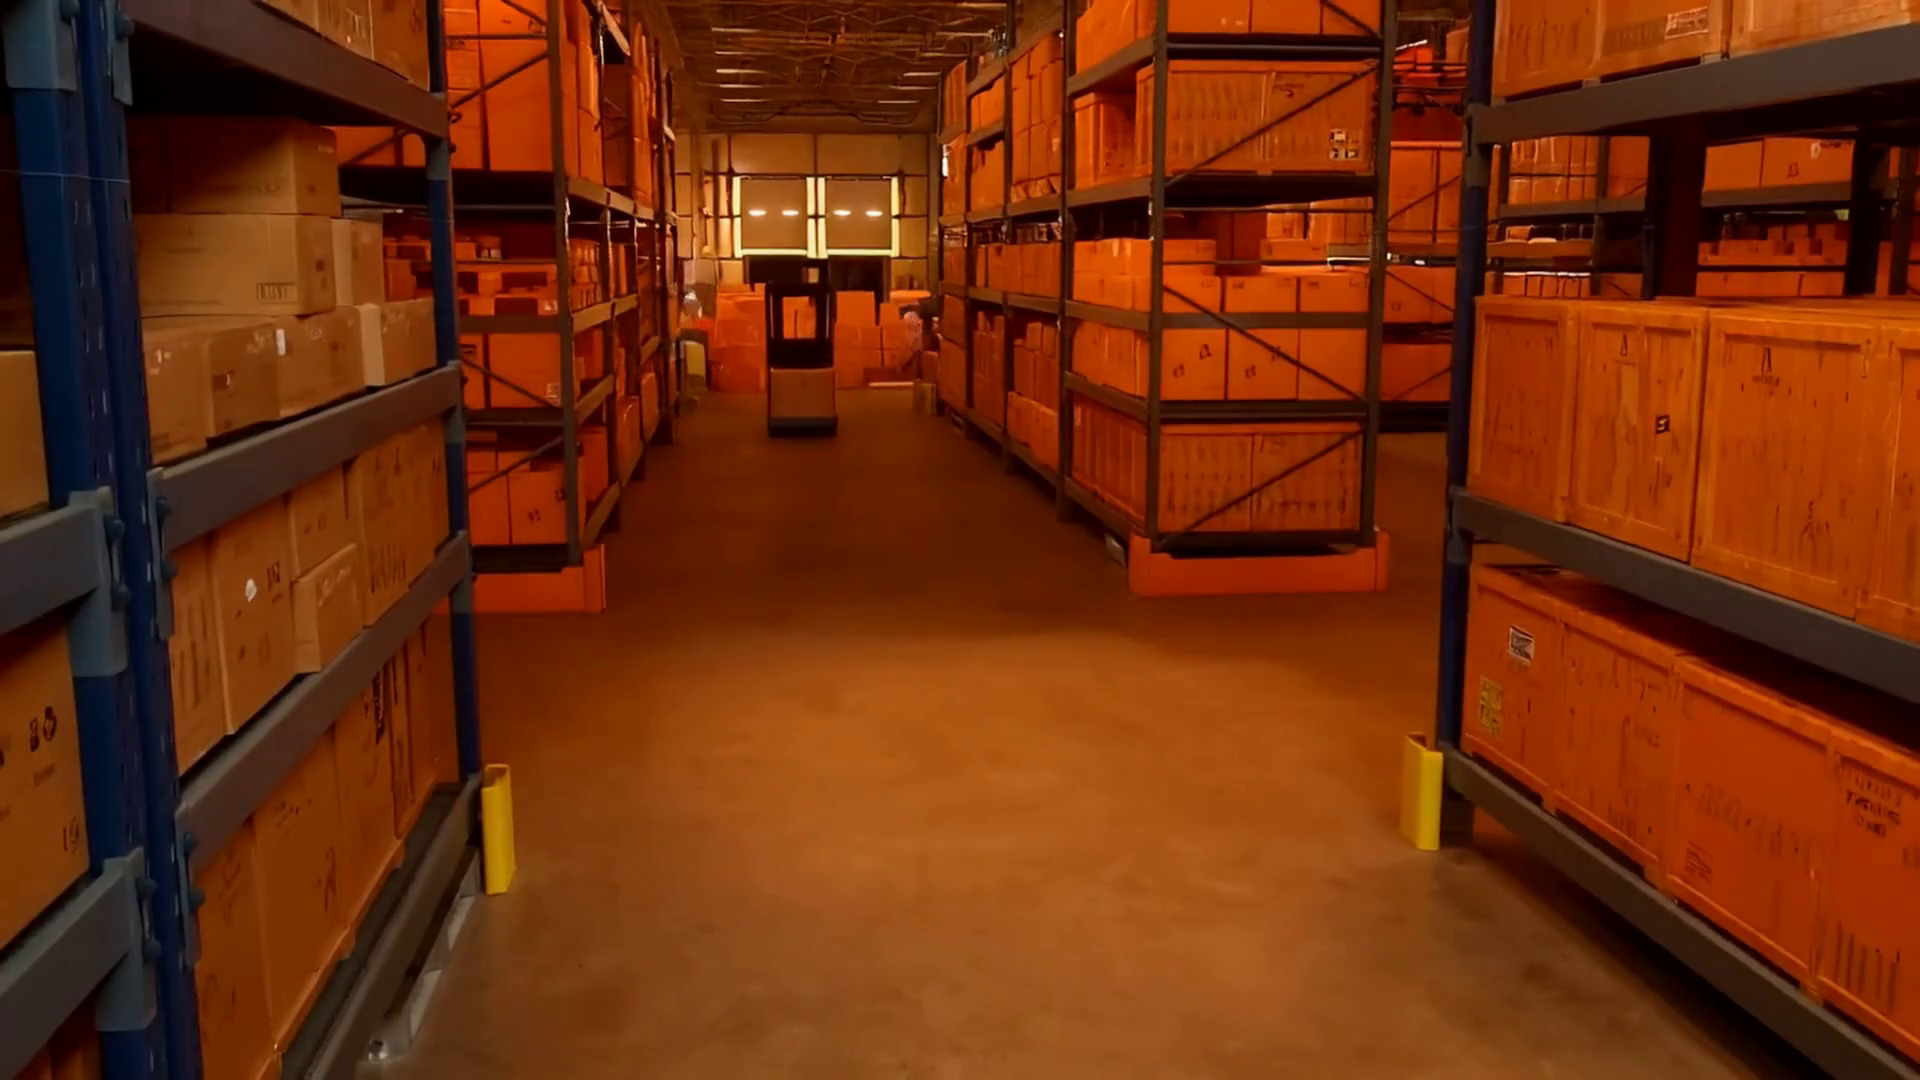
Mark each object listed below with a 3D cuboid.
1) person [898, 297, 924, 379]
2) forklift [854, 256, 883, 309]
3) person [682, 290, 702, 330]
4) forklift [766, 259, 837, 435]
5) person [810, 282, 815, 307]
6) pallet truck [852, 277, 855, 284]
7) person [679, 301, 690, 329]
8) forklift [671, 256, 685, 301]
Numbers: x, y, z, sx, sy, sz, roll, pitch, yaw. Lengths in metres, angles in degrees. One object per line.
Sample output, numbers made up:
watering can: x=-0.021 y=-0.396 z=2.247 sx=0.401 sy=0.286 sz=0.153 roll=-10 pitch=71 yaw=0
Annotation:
person: x=-1.106 y=-4.619 z=38.240 sx=0.601 sy=1.925 sz=0.567 roll=3 pitch=10 yaw=18
forklift: x=-3.037 y=-8.050 z=55.429 sx=1.129 sy=2.768 sz=1.873 roll=-6 pitch=12 yaw=-33
person: x=-7.359 y=-5.874 z=45.503 sx=0.633 sy=1.938 sz=0.356 roll=-1 pitch=10 yaw=-6
forklift: x=-2.599 y=-3.172 z=27.033 sx=1.129 sy=2.768 sz=1.873 roll=-1 pitch=10 yaw=-7
person: x=-5.456 y=-8.679 z=62.007 sx=0.598 sy=1.890 sz=0.947 roll=1 pitch=10 yaw=3
pallet truck: x=-3.782 y=-9.391 z=65.808 sx=1.885 sy=1.965 sz=0.823 roll=2 pitch=10 yaw=10
person: x=-6.709 y=-4.727 z=39.178 sx=0.833 sy=1.811 sz=0.661 roll=-5 pitch=11 yaw=-26
forklift: x=-10.432 y=-8.868 z=60.195 sx=1.873 sy=2.768 sz=1.129 roll=9 pitch=13 yaw=43
